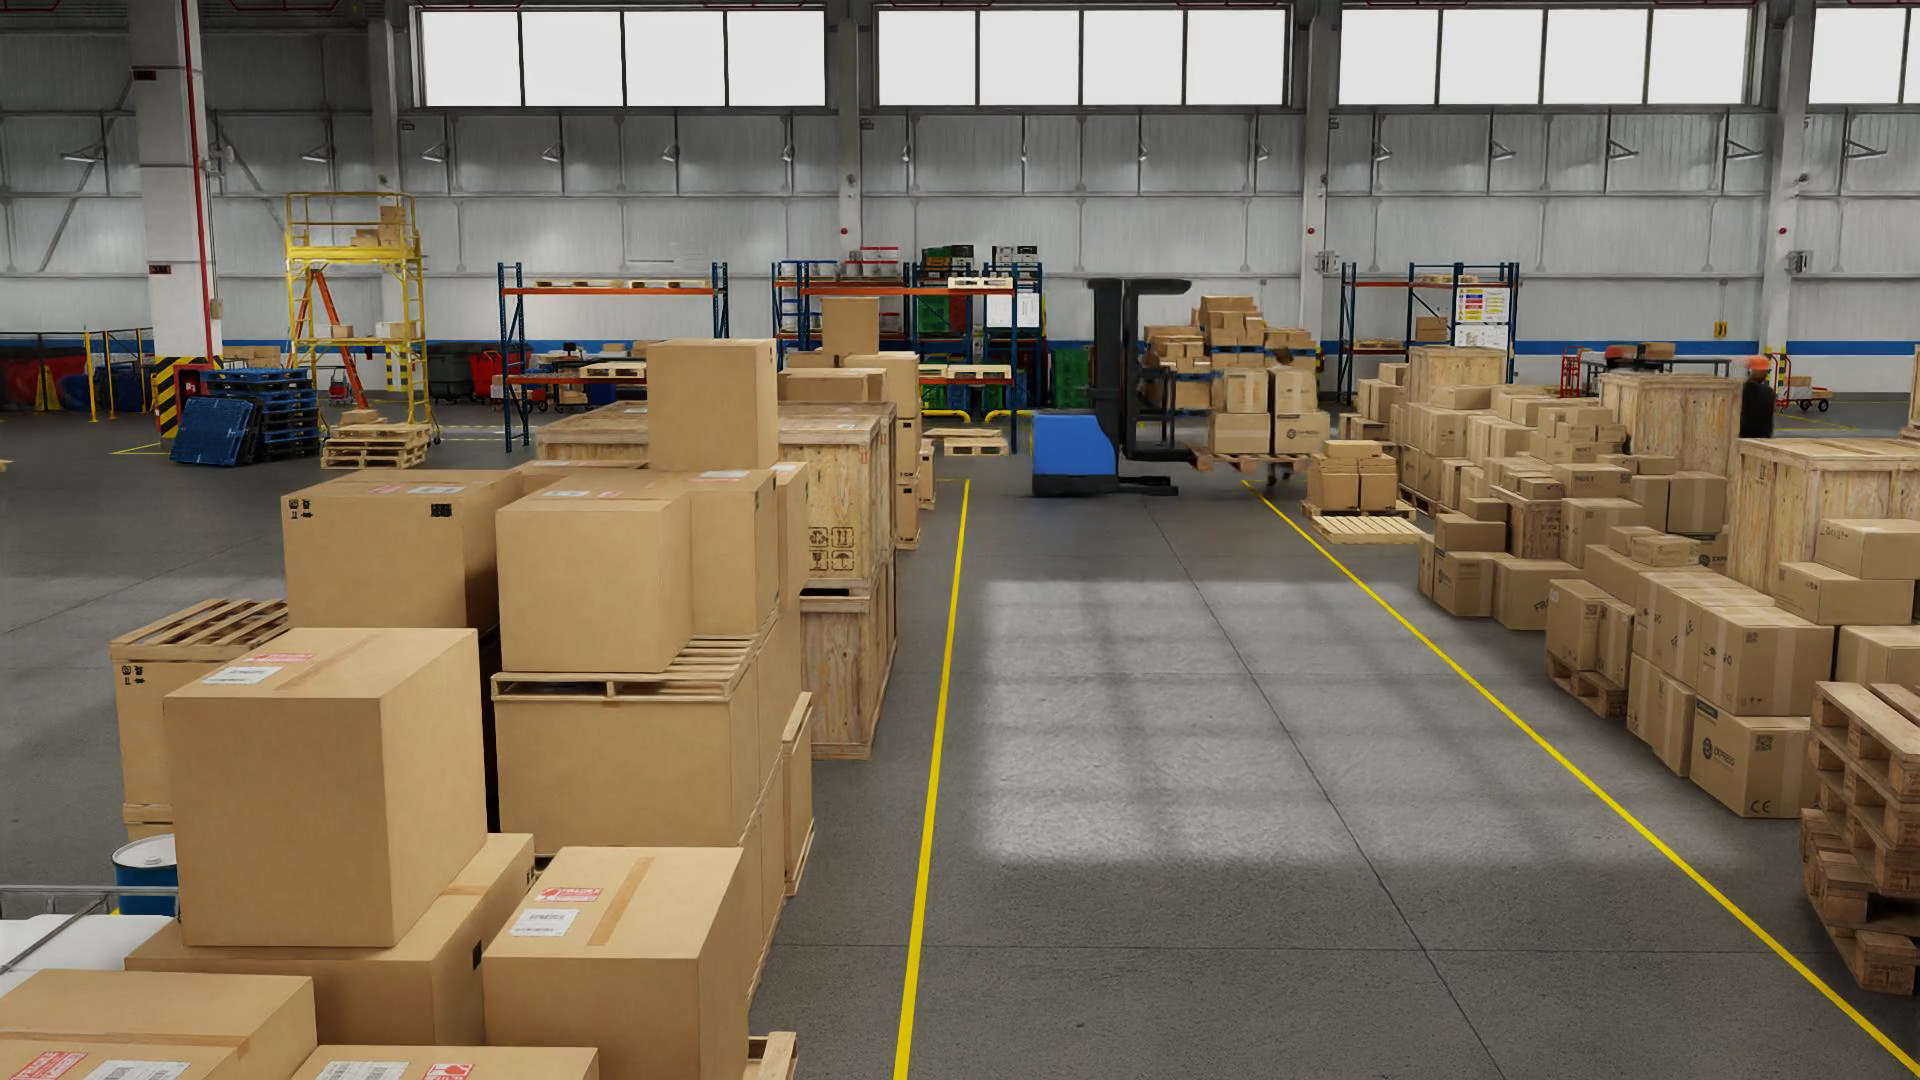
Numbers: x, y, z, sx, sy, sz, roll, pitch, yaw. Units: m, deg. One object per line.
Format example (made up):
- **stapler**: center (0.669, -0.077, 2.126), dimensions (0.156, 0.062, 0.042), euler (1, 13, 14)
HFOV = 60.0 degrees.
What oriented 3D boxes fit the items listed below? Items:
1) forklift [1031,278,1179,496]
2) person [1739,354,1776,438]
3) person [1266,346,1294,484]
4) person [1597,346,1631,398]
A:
- **forklift**: center (1.884, -2.010, 21.678), dimensions (1.873, 2.768, 1.129), euler (0, 9, 1)
- **person**: center (9.191, -1.184, 19.408), dimensions (0.628, 1.981, 0.648), euler (-2, 10, -11)
- **person**: center (4.428, -1.726, 22.975), dimensions (0.626, 1.893, 1.044), euler (3, 10, 18)
- **person**: center (9.120, -1.751, 23.112), dimensions (0.546, 1.894, 0.960), euler (-4, 10, -21)
